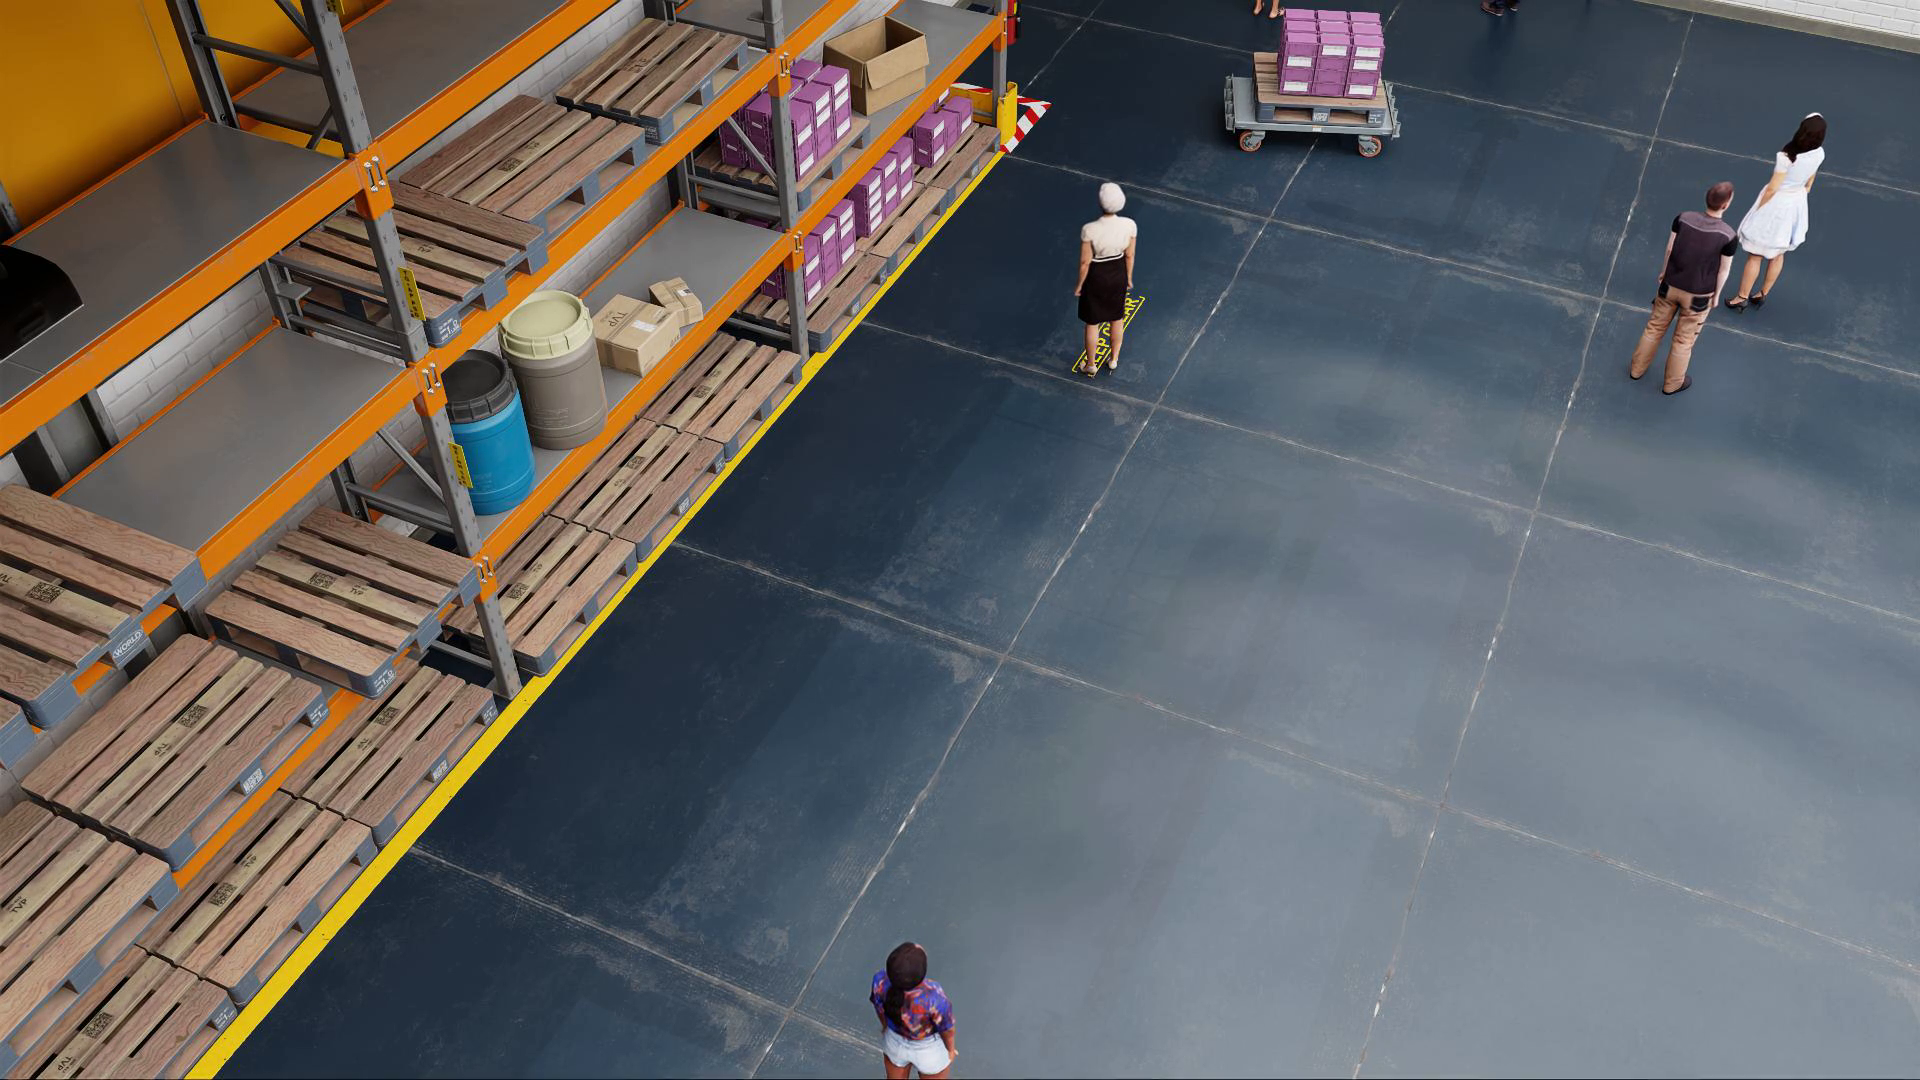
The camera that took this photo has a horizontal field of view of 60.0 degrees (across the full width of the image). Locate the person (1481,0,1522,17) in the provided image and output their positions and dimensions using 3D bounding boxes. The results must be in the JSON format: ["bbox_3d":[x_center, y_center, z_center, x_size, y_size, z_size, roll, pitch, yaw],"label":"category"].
[{"bbox_3d":[5.974,-6.522,17.712,0.845,1.848,0.935,-20,47,-20],"label":"person"}]

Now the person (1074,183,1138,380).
[{"bbox_3d":[1.137,-2.016,13.049,0.711,1.756,0.740,-9,44,-9],"label":"person"}]

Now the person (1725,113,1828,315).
[{"bbox_3d":[6.739,-2.675,13.697,0.855,1.816,0.907,-8,44,-8],"label":"person"}]

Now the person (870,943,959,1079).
[{"bbox_3d":[-0.226,2.521,8.297,0.592,1.743,0.521,16,46,16],"label":"person"}]

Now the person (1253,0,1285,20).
[{"bbox_3d":[3.356,-6.361,17.758,0.584,1.553,0.639,25,49,24],"label":"person"}]

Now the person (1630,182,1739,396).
[{"bbox_3d":[5.661,-1.975,12.944,0.726,1.842,0.758,-33,53,-30],"label":"person"}]
